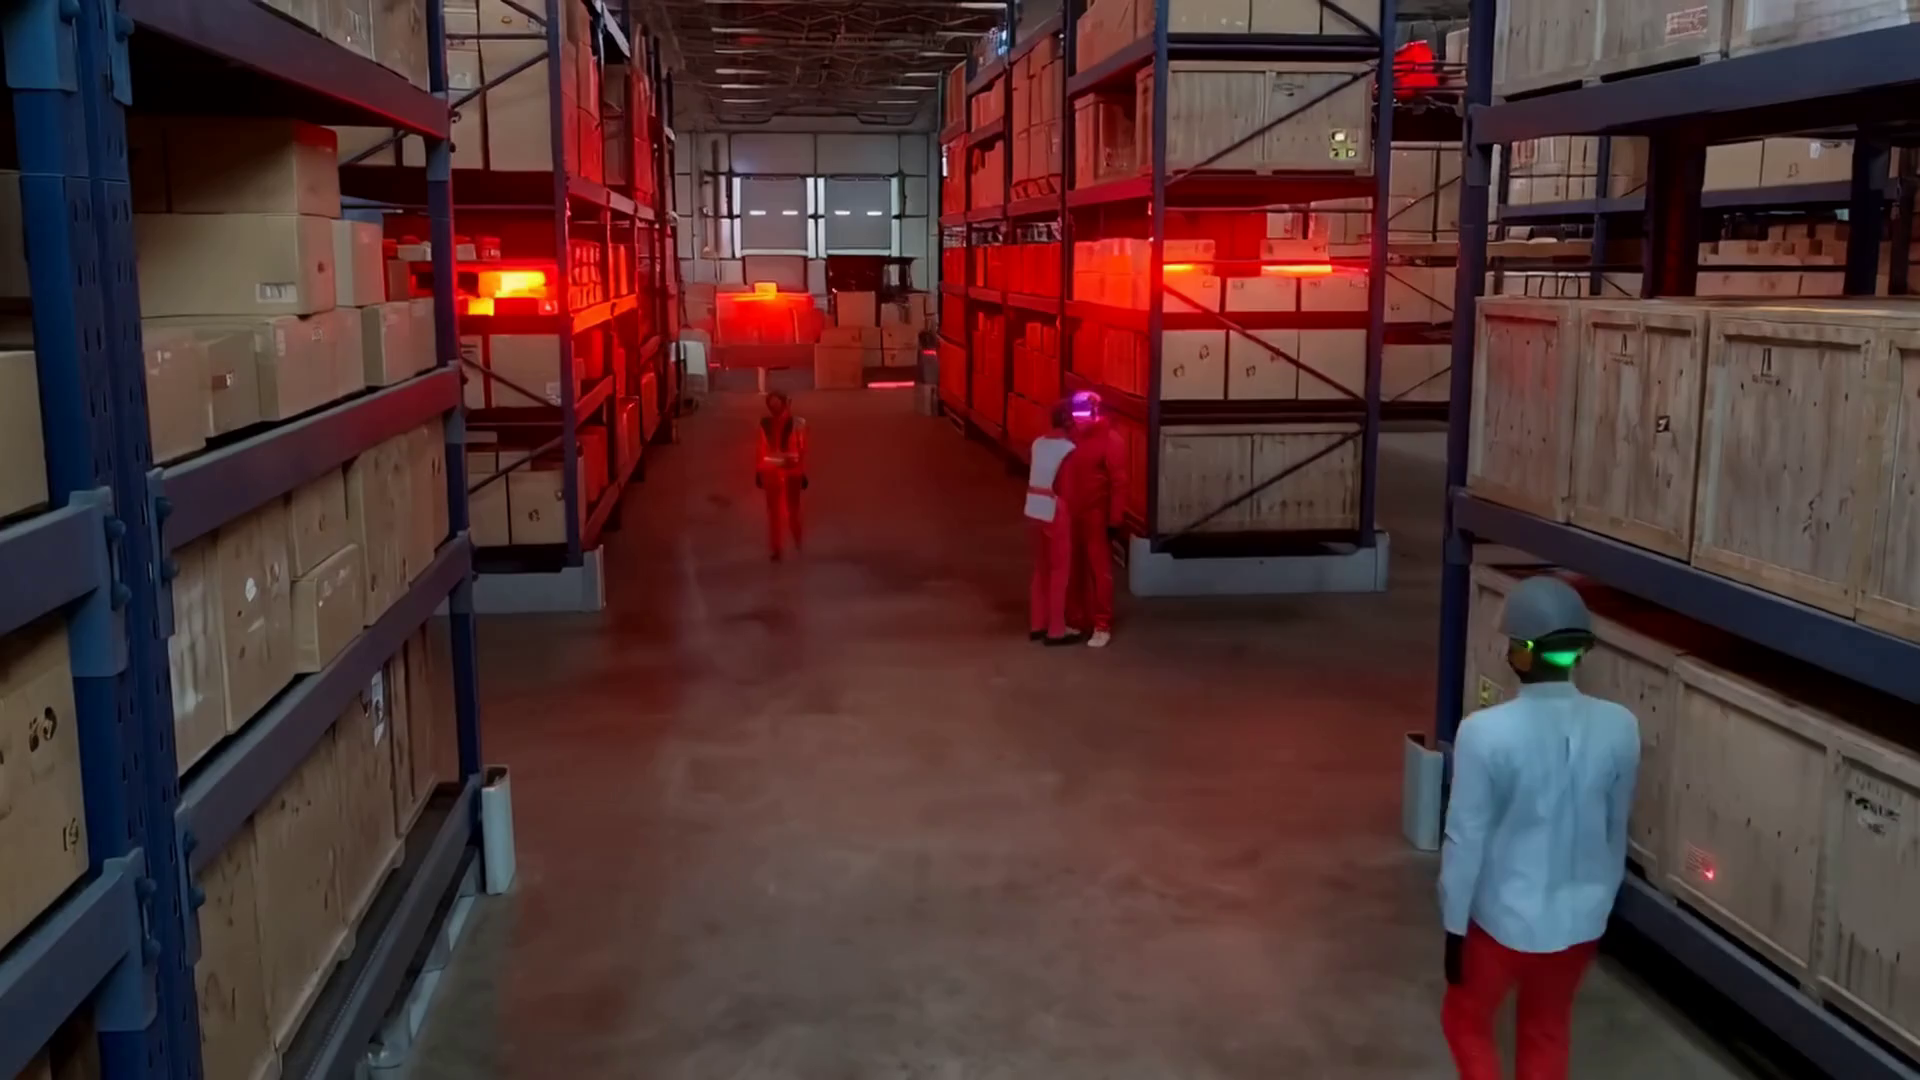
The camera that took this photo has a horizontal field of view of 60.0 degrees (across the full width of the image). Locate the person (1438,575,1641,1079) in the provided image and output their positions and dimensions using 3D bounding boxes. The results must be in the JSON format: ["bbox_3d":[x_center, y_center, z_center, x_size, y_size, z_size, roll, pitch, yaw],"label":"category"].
[{"bbox_3d":[1.690,1.087,4.850,0.625,1.976,0.508,-2,10,-12],"label":"person"}]

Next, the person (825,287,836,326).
[{"bbox_3d":[-5.015,-9.115,65.365,0.534,1.592,0.864,0,10,-2],"label":"person"}]

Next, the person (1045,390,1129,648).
[{"bbox_3d":[0.926,-0.161,12.353,0.638,1.903,0.408,8,13,41],"label":"person"}]

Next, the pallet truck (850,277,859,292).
[{"bbox_3d":[-3.782,-9.391,65.808,1.885,1.965,0.823,2,10,10],"label":"pallet truck"}]

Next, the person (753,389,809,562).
[{"bbox_3d":[-1.696,-0.620,15.792,0.537,1.625,0.467,0,10,2],"label":"person"}]

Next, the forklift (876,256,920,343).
[{"bbox_3d":[-2.206,-7.869,54.379,1.129,2.768,1.873,-5,11,-26],"label":"forklift"}]

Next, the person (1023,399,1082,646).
[{"bbox_3d":[0.708,-0.125,12.350,0.417,1.832,0.594,-5,11,-27],"label":"person"}]

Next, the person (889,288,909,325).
[{"bbox_3d":[-1.908,-6.707,50.554,0.626,1.890,1.009,-9,13,-43],"label":"person"}]

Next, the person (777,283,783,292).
[{"bbox_3d":[-6.458,-8.327,60.004,0.763,1.860,0.588,-6,11,-32],"label":"person"}]

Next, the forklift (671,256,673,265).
[{"bbox_3d":[-10.985,-9.066,61.343,1.129,2.768,1.873,-1,10,-7],"label":"forklift"}]
